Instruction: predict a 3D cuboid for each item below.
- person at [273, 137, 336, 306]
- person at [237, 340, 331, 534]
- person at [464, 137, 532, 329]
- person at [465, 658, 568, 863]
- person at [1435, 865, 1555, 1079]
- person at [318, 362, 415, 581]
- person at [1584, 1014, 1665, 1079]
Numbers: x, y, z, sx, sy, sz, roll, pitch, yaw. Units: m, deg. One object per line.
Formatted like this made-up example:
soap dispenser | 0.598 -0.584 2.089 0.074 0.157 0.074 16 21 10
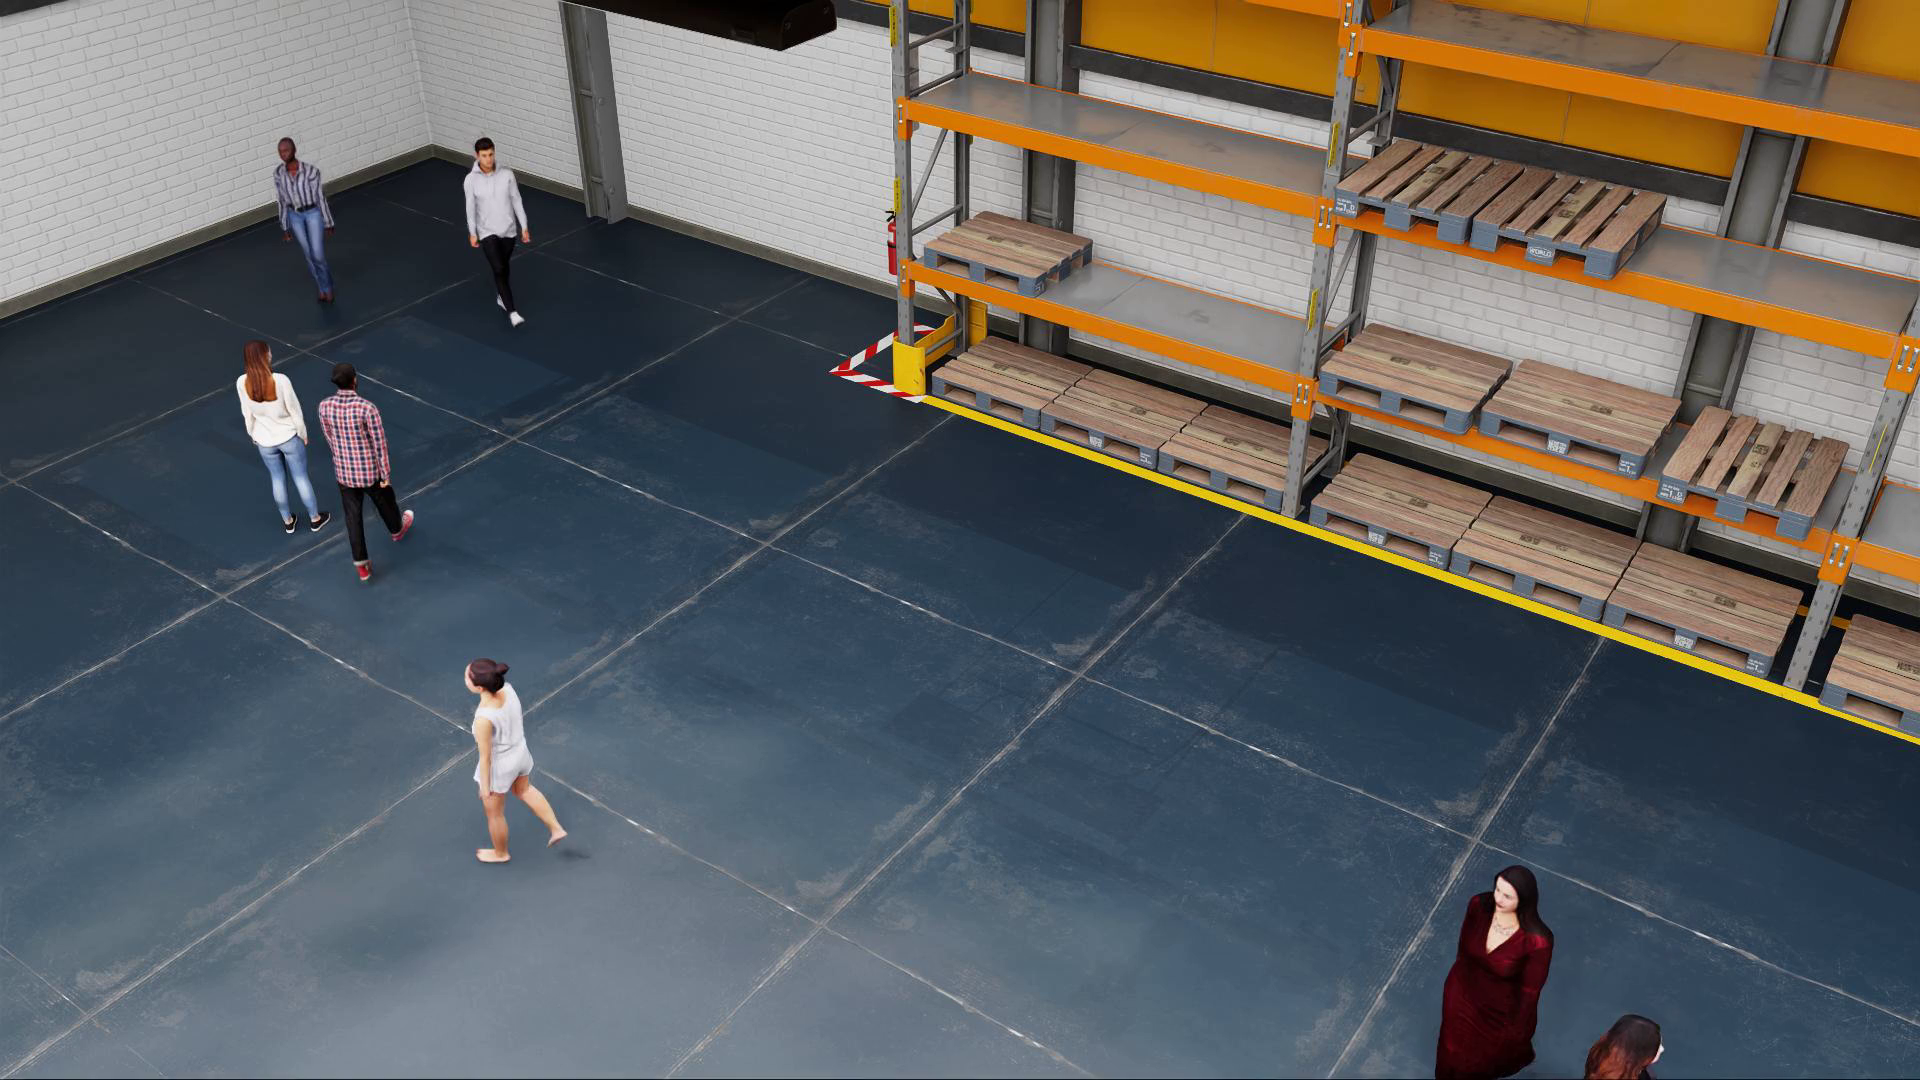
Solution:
person | -6.632 -3.270 16.962 0.789 1.779 0.865 0 34 0
person | -5.464 -0.820 13.353 0.679 1.694 0.765 -1 34 -2
person | -4.661 -3.120 16.645 1.008 1.880 1.276 -19 38 -26
person | -2.739 1.355 10.170 0.893 1.596 0.736 9 35 13
person | 2.799 2.328 8.575 0.863 1.741 0.910 -25 41 -32
person | -4.653 -0.490 12.836 1.169 1.716 1.134 0 34 0
person | 2.982 2.829 7.928 0.888 1.622 0.777 10 35 14
